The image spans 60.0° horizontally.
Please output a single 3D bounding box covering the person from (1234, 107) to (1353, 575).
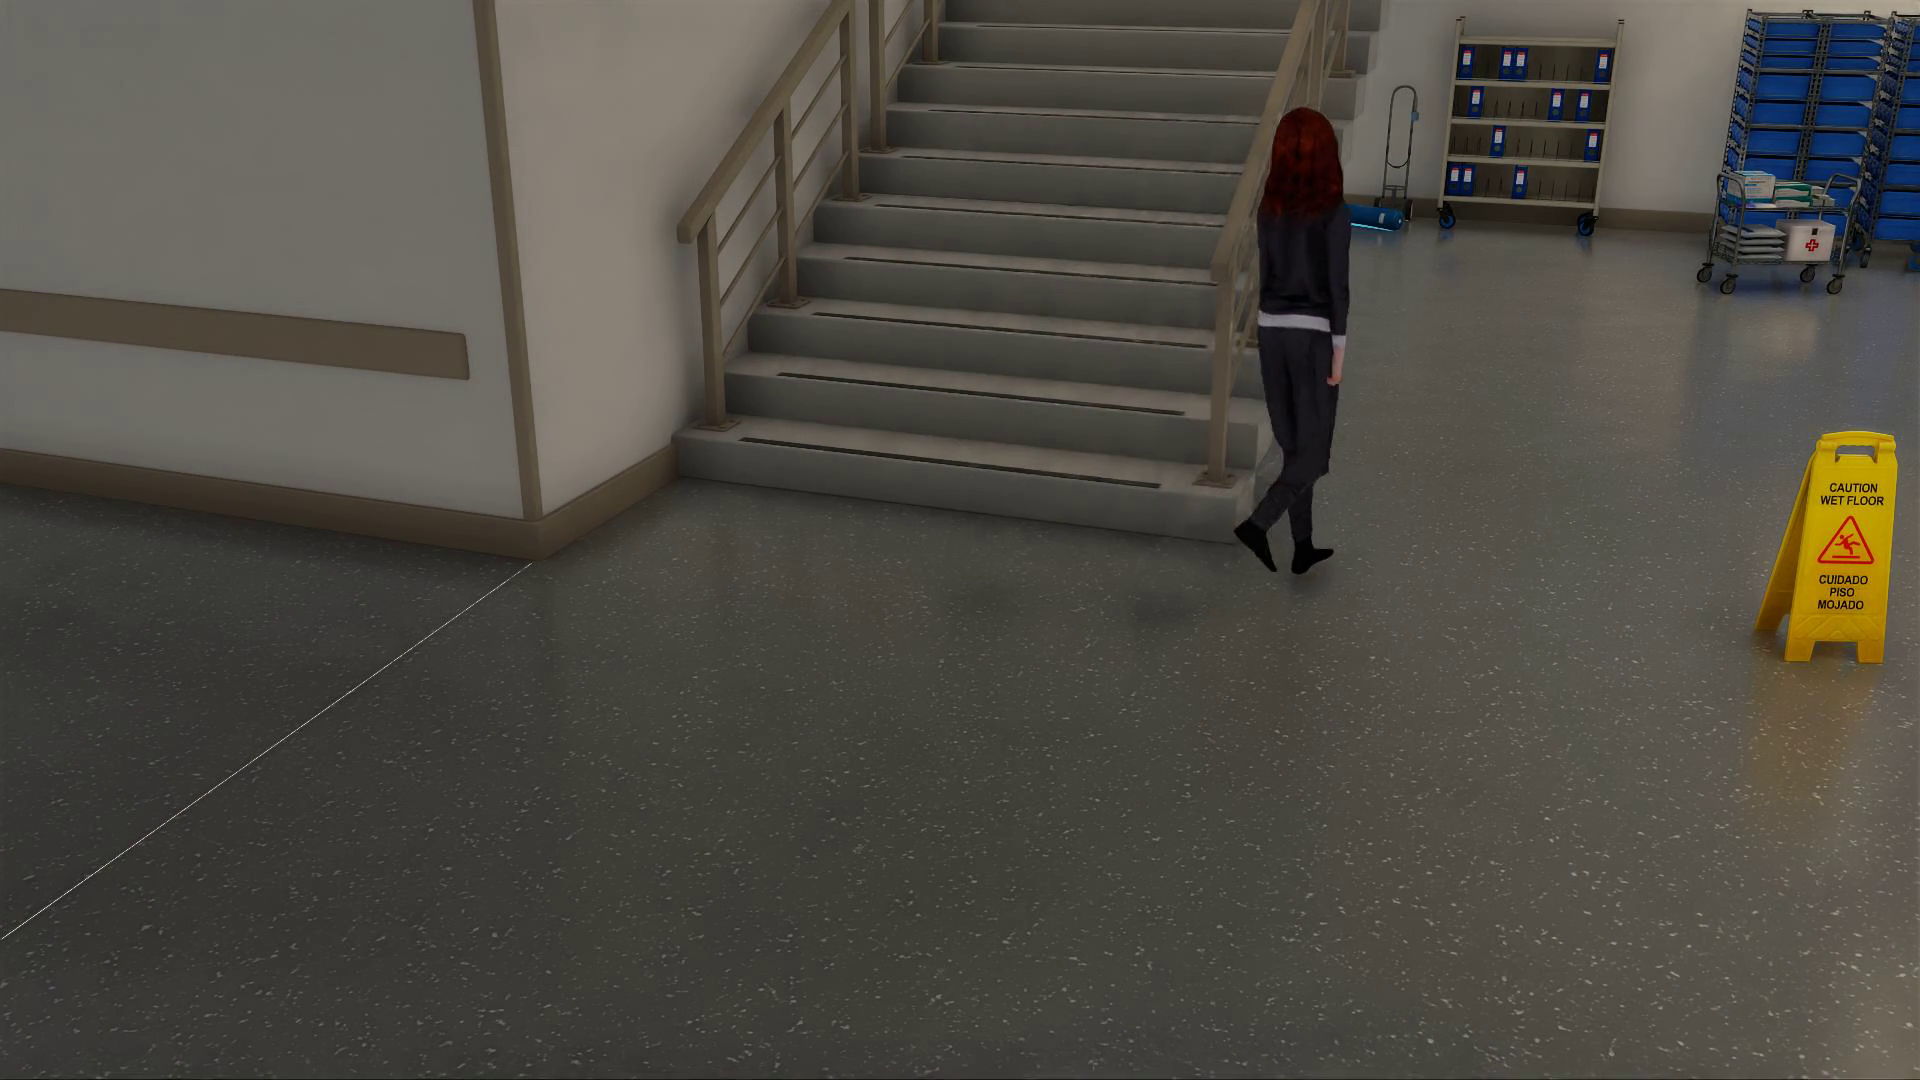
[{"bbox_3d":[1.207,-0.683,6.193,0.950,1.758,0.819,-15,25,-34],"label":"person"}]
